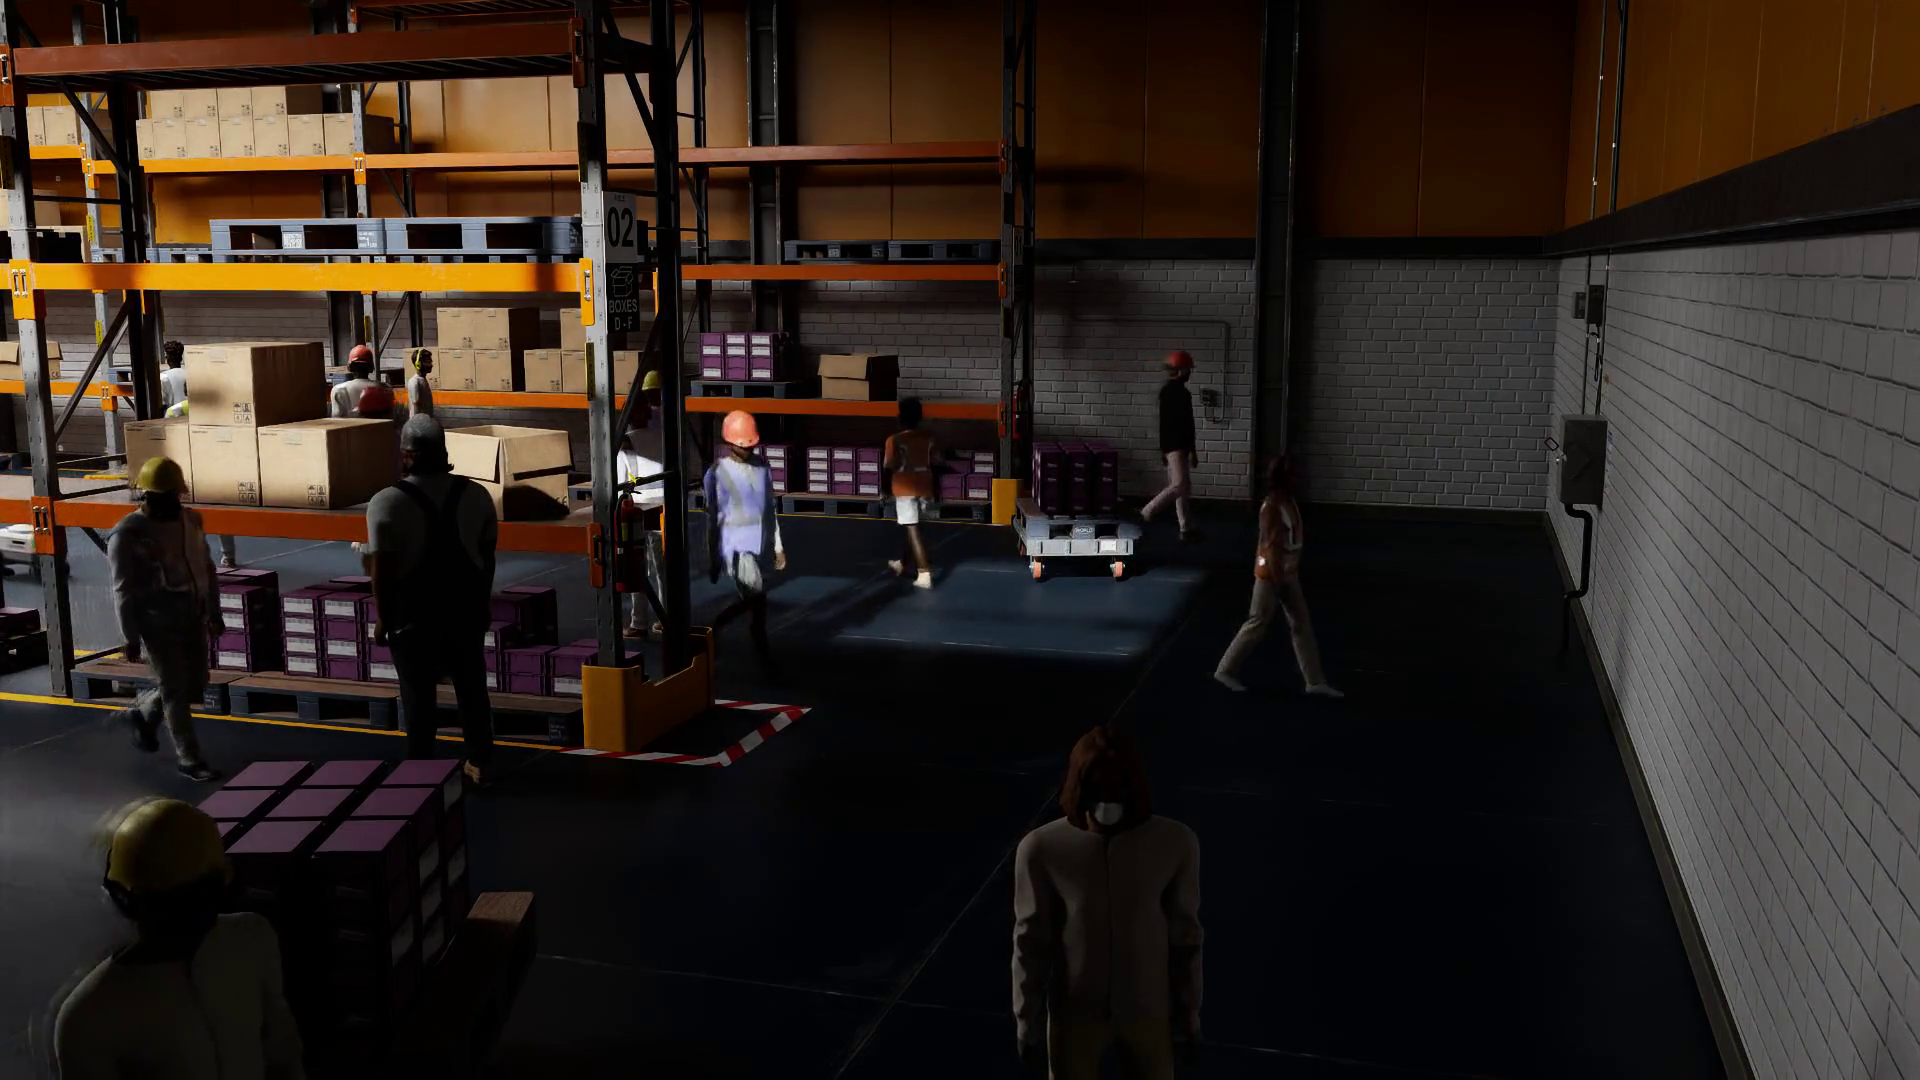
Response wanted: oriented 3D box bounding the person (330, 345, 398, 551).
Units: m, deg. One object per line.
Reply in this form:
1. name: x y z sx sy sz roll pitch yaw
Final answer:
1. person: -5.916 -0.915 16.550 0.615 2.041 0.391 -5 10 -26

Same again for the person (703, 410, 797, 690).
1. person: -1.515 0.047 11.192 0.898 1.882 0.586 6 11 32

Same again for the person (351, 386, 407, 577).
1. person: -4.329 -0.232 12.811 0.873 1.916 0.559 -1 9 -5

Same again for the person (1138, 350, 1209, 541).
1. person: 2.157 -0.949 16.962 0.820 1.974 0.621 -2 9 -11

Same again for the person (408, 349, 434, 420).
1. person: -6.205 -1.277 19.278 0.324 1.867 0.571 -2 9 -9

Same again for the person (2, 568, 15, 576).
1. person: -8.827 -0.599 14.948 0.358 1.937 0.544 2 9 10

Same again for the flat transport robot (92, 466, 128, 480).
1. flat transport robot: -10.575 -0.801 21.240 0.652 0.197 1.431 0 9 -2

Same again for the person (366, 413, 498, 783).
1. person: -2.845 0.335 8.932 0.680 2.000 0.536 -7 12 -36

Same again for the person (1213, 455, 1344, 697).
1. person: 2.076 0.235 10.894 0.834 1.600 0.524 5 11 28

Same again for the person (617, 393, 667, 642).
1. person: -2.382 -0.175 12.518 0.575 1.886 0.362 -8 12 -41

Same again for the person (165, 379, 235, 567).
1. person: -7.061 -0.639 15.512 0.629 1.836 0.429 -7 11 -35

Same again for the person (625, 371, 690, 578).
1. person: -2.713 -0.553 14.804 0.619 1.887 0.907 -4 10 -24

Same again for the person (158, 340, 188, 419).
1. person: -9.058 -1.332 19.322 0.366 1.967 0.603 8 12 39

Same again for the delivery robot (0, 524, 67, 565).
1. delivery robot: -8.458 0.018 15.100 0.707 0.478 0.477 5 11 29

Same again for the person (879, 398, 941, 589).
1. person: -0.450 -0.423 14.711 0.544 1.649 0.880 -7 11 -35

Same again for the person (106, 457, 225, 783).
1. person: -4.397 0.426 9.133 0.706 1.802 0.630 4 10 22

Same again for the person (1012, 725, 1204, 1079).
1. person: 0.394 1.280 4.445 0.511 1.622 0.284 0 9 -2

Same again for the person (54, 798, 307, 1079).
1. person: -1.688 1.367 3.565 0.760 1.745 0.527 4 10 24
